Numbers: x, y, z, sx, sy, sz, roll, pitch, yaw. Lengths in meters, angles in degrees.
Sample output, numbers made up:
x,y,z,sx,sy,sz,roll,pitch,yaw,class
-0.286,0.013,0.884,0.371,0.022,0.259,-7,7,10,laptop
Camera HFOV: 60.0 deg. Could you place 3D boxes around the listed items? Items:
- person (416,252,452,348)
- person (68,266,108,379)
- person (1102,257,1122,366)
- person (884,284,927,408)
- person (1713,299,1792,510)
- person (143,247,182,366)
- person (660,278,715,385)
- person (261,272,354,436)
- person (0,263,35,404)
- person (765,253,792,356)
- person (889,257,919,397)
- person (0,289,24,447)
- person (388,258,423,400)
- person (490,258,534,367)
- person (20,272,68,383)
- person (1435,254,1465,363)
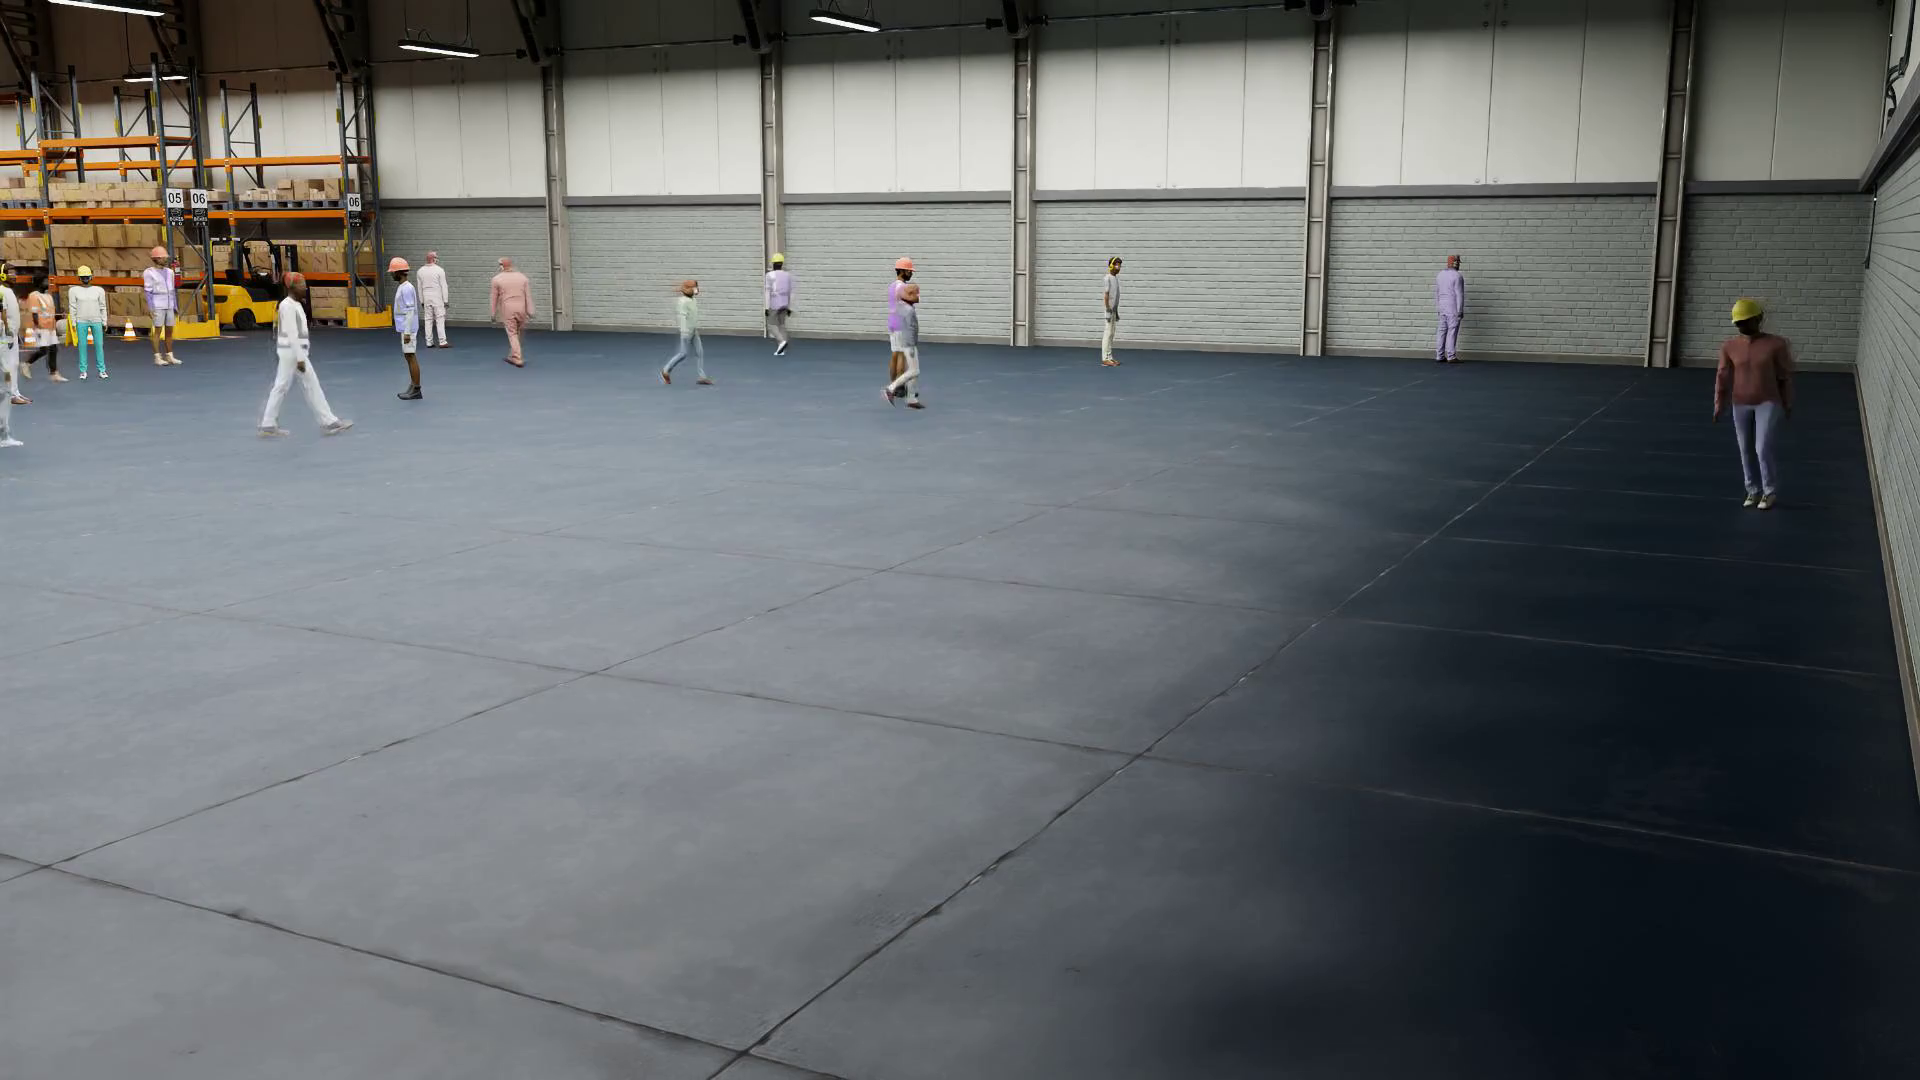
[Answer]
x,y,z,sx,sy,sz,roll,pitch,yaw,class
-10.467,-4.778,33.160,0.636,1.911,0.405,3,11,17,person
-13.659,-3.409,26.087,0.527,1.768,0.314,-7,12,-33,person
2.630,-3.940,28.713,0.326,1.865,0.518,4,11,22,person
-0.695,-2.488,21.454,0.482,1.618,0.517,-1,10,-4,person
6.504,-1.111,13.652,0.552,1.716,0.534,8,13,39,person
-13.753,-4.031,28.731,0.388,2.041,0.627,4,11,23,person
-4.114,-3.115,24.924,0.765,1.607,0.510,2,11,12,person
-7.398,-2.067,18.604,1.001,1.828,0.606,-2,11,-8,person
-12.621,-2.738,22.154,0.328,1.867,0.513,-4,11,-19,person
-3.369,-4.370,30.931,0.604,1.908,0.460,-9,14,-41,person
-0.799,-2.951,23.132,0.376,1.933,0.545,-4,11,-21,person
-10.233,-1.837,17.620,0.500,1.724,0.408,6,12,30,person
-7.609,-2.889,22.791,0.373,1.932,0.549,-4,11,-20,person
-7.727,-3.903,28.562,0.700,1.844,0.960,-8,13,-39,person
-13.955,-3.218,25.244,0.556,1.682,0.545,0,10,2,person
8.644,-4.059,29.241,0.409,1.906,0.651,-4,11,-22,person
